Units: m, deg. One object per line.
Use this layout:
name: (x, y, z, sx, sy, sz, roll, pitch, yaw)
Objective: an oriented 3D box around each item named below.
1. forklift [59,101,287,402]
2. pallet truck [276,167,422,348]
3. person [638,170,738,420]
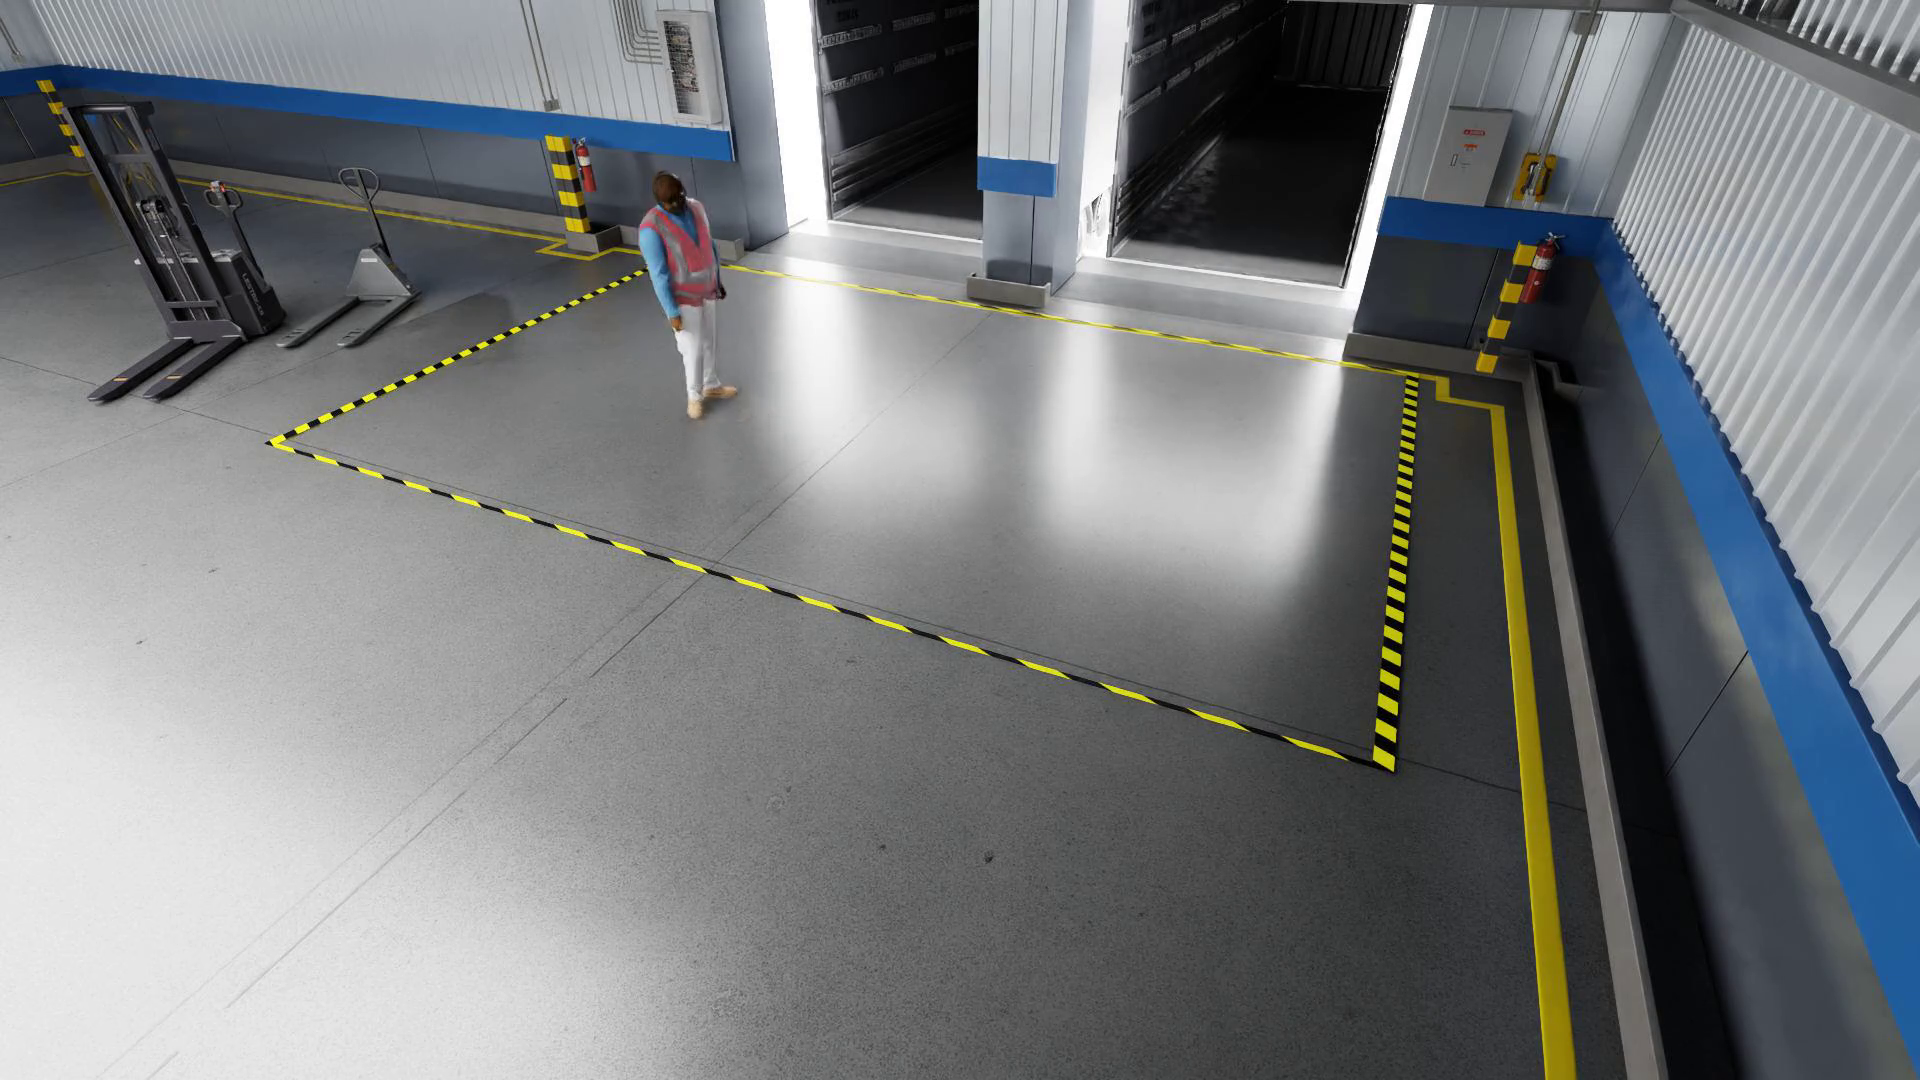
forklift: (-6.686, -2.387, 7.434, 0.823, 1.965, 1.885, -3, 35, -5)
pallet truck: (-5.732, -2.611, 8.414, 0.680, 1.201, 1.601, -1, 35, -1)
person: (-1.969, -1.779, 6.729, 0.434, 1.814, 0.682, 14, 37, 19)
